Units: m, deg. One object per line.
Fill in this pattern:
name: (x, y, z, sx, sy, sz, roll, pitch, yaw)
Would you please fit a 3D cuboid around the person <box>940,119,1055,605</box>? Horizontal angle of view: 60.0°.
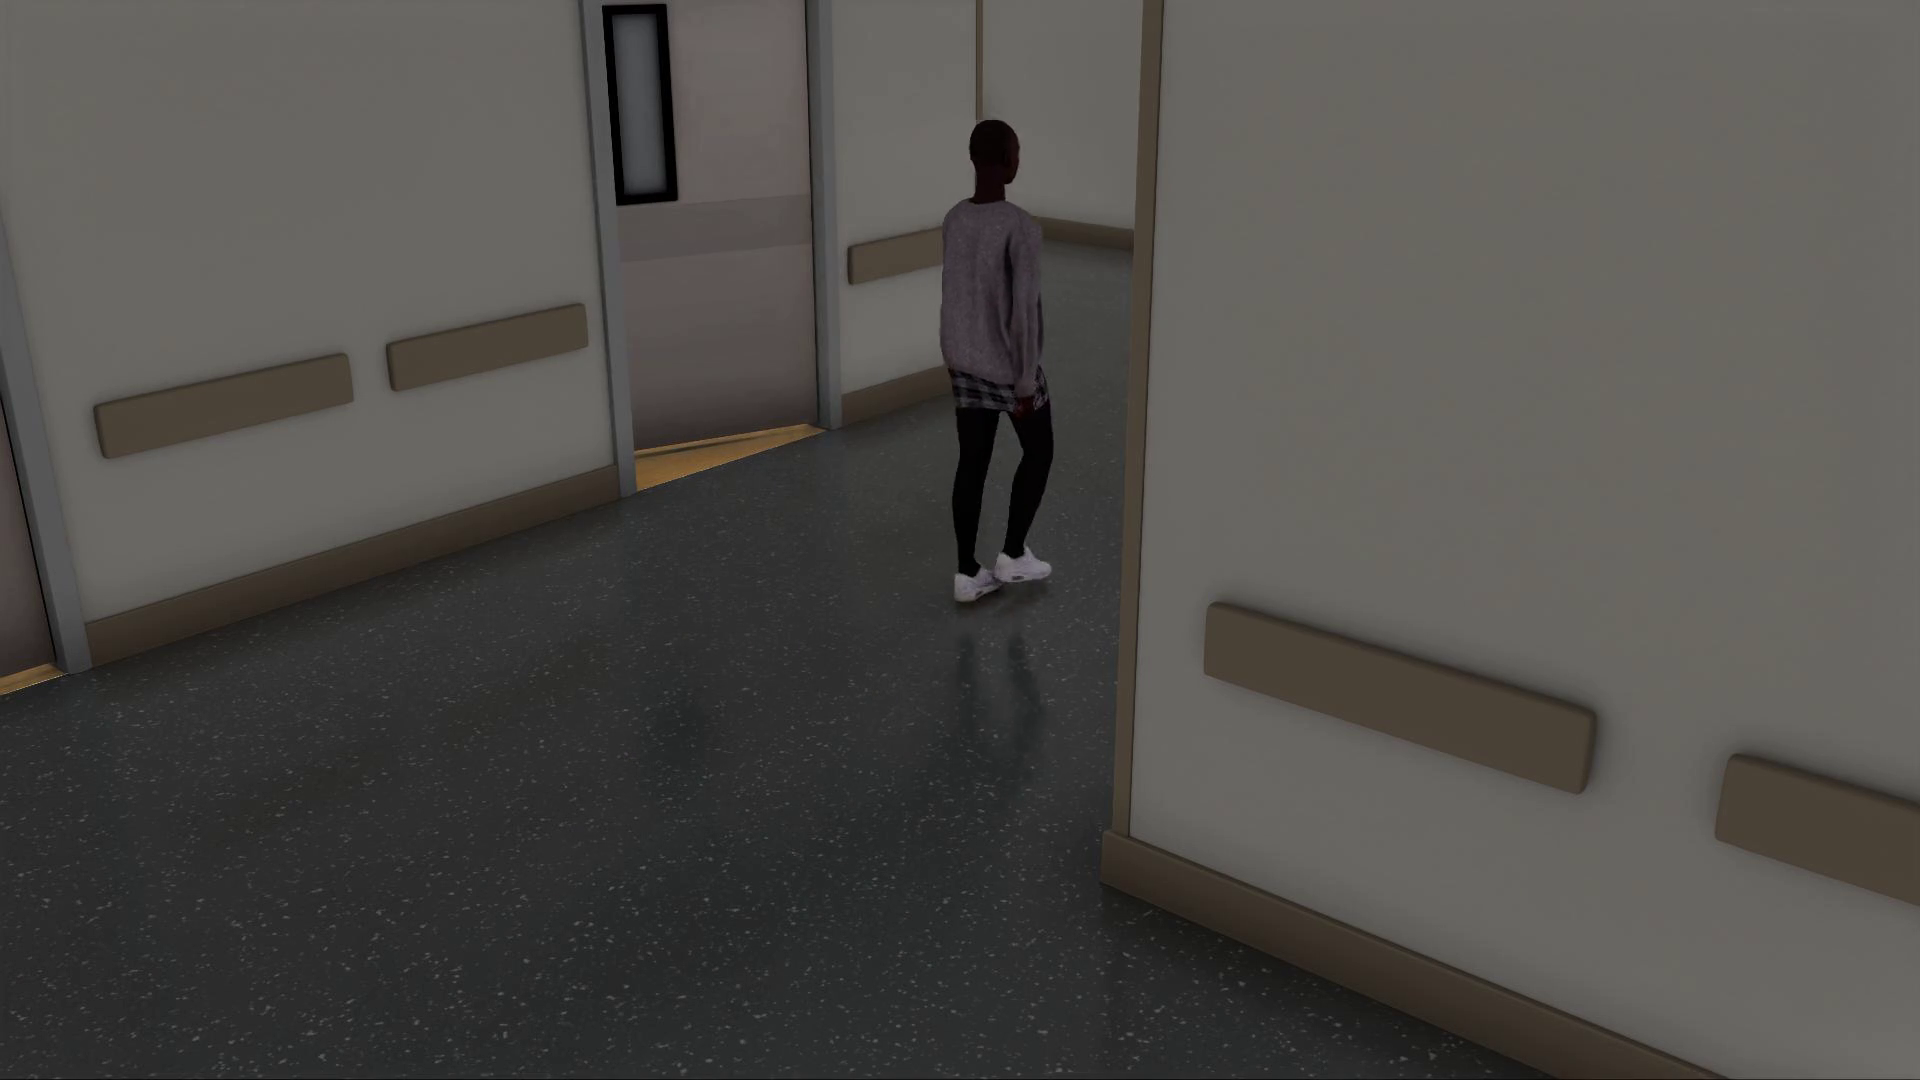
person: (0.053, -0.595, 5.991, 0.624, 1.762, 0.661, 17, 27, 38)
